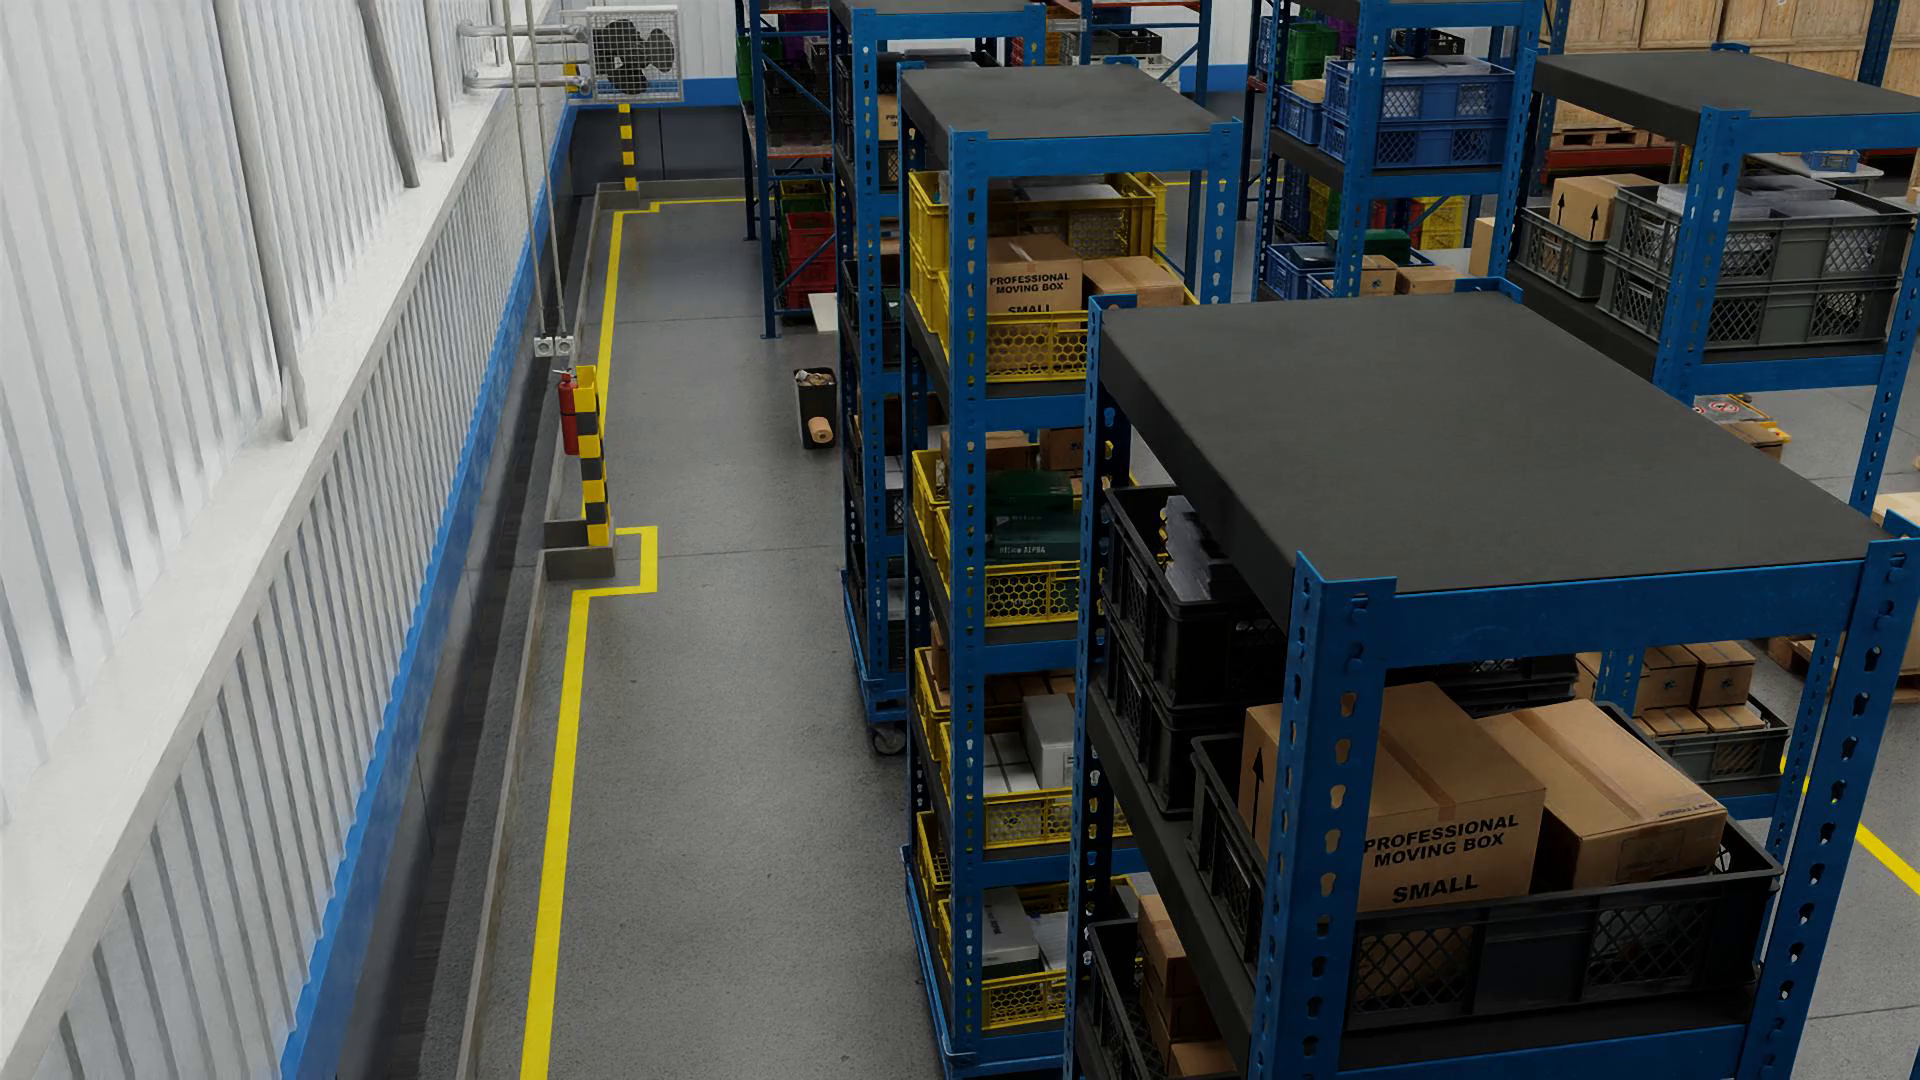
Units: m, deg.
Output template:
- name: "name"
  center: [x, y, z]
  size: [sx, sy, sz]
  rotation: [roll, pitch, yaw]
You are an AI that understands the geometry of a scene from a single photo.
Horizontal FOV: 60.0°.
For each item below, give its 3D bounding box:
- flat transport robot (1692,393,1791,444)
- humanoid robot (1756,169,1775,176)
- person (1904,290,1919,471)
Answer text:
- name: "flat transport robot"
  center: [5.224, -0.859, 12.132]
  size: [1.431, 0.197, 0.652]
  rotation: [-4, 25, -8]
- name: "humanoid robot"
  center: [6.244, -2.124, 13.223]
  size: [0.581, 1.651, 0.321]
  rotation: [10, 26, 20]
- name: "person"
  center: [6.869, -1.498, 11.437]
  size: [0.692, 2.000, 0.927]
  rotation: [3, 25, 6]
